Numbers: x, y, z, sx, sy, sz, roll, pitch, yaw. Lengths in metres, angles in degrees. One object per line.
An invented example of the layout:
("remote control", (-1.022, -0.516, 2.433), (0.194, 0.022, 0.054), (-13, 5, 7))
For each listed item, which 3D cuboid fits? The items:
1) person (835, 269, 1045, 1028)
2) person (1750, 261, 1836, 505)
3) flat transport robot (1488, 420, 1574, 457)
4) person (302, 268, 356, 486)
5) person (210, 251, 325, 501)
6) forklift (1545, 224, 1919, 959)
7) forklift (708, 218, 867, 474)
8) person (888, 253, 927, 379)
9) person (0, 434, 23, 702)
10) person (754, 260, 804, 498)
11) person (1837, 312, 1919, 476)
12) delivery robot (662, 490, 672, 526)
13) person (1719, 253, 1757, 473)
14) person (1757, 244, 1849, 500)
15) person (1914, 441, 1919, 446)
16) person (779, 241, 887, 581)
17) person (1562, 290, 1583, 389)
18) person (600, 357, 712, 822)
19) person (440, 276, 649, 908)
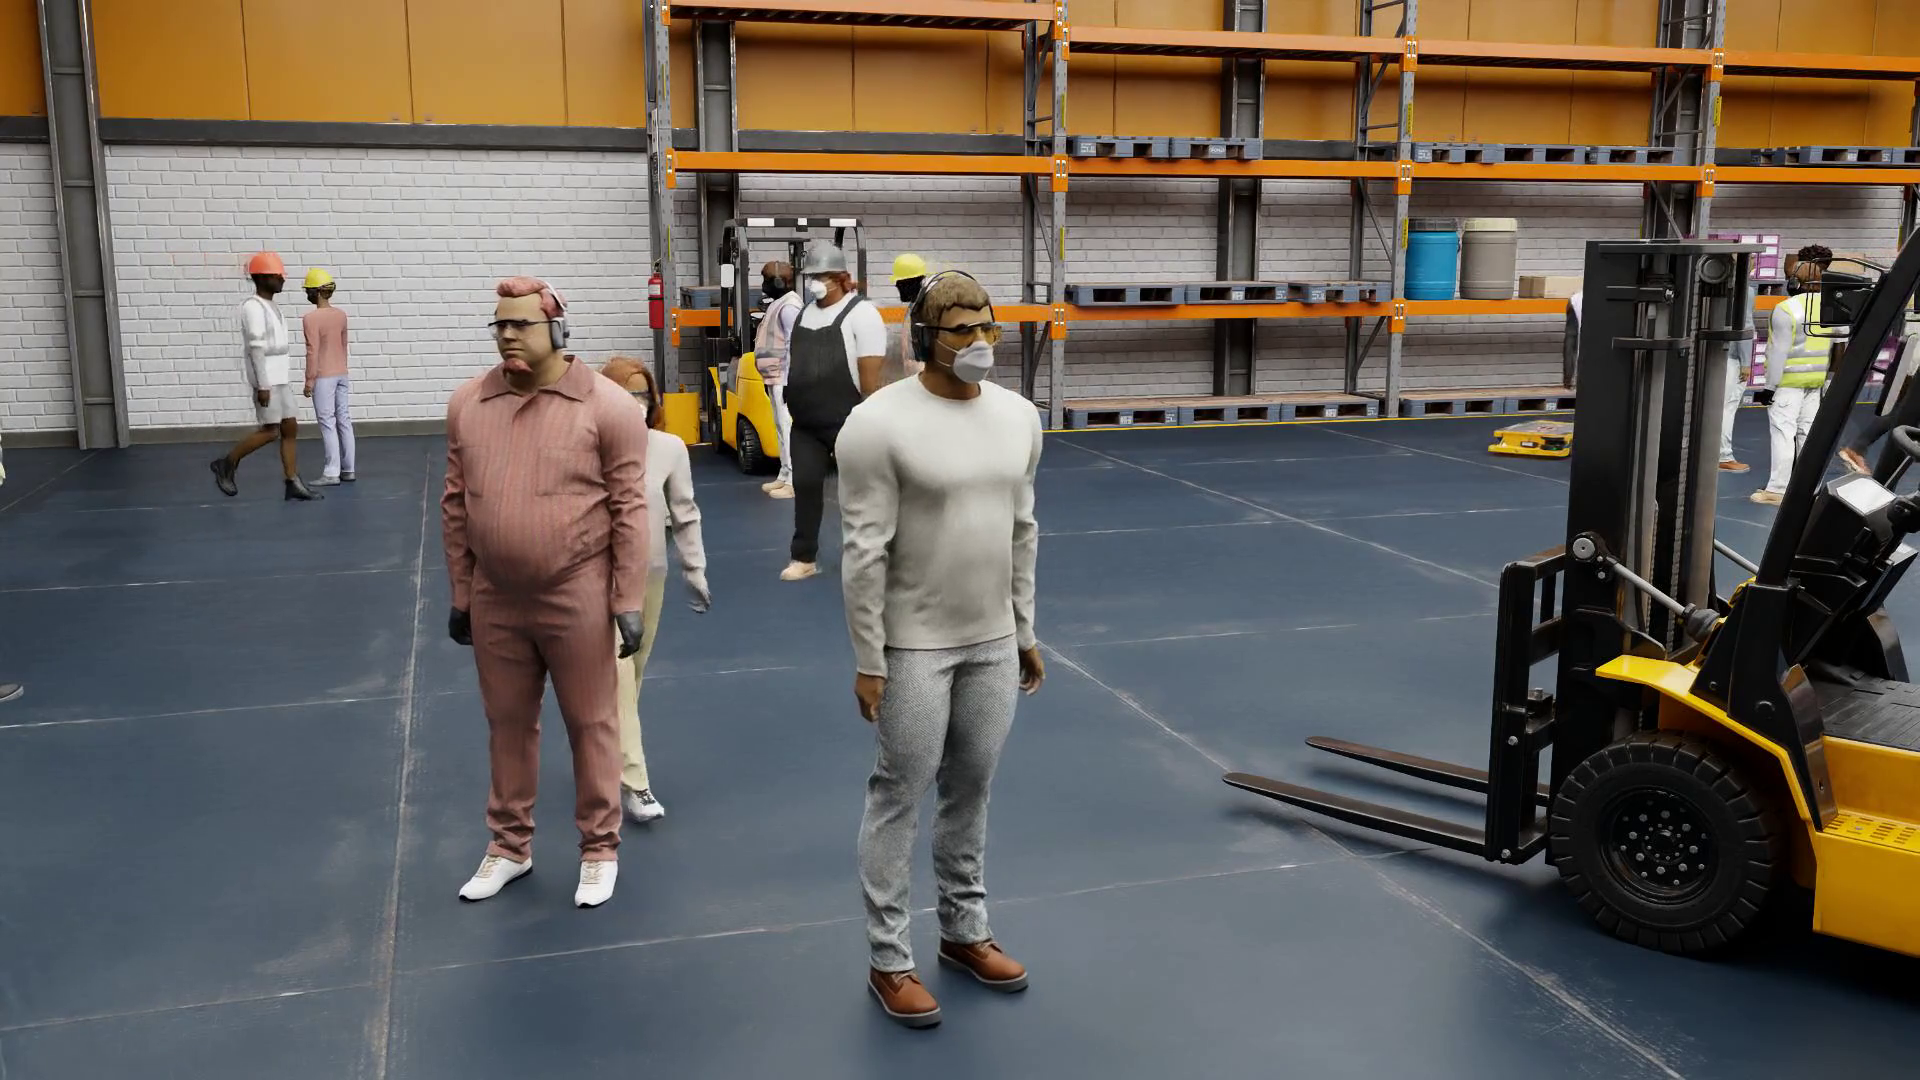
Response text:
("person", (-0.031, 0.272, 4.359), (0.629, 1.940, 0.376), (-8, 13, -38))
("person", (6.314, -1.182, 12.600), (0.633, 1.843, 0.429), (-5, 11, -24))
("flat transport robot", (5.560, -0.972, 15.750), (0.652, 0.197, 1.431), (7, 13, 35))
("person", (-5.170, -1.320, 13.564), (0.308, 1.769, 0.525), (2, 11, 12))
("person", (-5.302, -1.228, 12.639), (0.723, 1.923, 0.555), (0, 10, -1))
("forklift", (2.909, 0.117, 4.508), (2.313, 2.155, 1.214), (9, 14, 40))
("forklift", (-1.522, -1.778, 14.899), (1.214, 2.155, 2.313), (-3, 11, -17))
("person", (-0.314, -1.167, 12.341), (0.453, 1.897, 0.620), (-2, 10, -9))
("person", (-4.358, -0.186, 7.203), (0.591, 1.825, 0.403), (9, 14, 40))
("person", (-1.386, -1.246, 12.957), (0.429, 1.840, 0.632), (-3, 11, -15))
("person", (7.973, -1.454, 13.840), (1.038, 1.947, 0.590), (4, 11, 20))
("delivery robot", (-2.210, -0.328, 11.190), (0.707, 0.478, 0.477), (4, 11, 22))
("person", (6.630, -1.554, 14.375), (0.352, 1.936, 0.635), (-1, 10, -6))
("person", (6.506, -1.277, 12.785), (0.366, 1.963, 0.603), (-3, 11, -16))
("person", (9.574, -1.818, 15.703), (1.073, 1.986, 0.632), (0, 10, -1))
("person", (-0.718, -0.808, 10.003), (0.683, 2.000, 0.913), (7, 12, 33))
("person", (5.420, -1.478, 14.117), (0.636, 1.887, 0.666), (2, 10, 8))
("person", (-1.130, 0.165, 5.853), (0.510, 1.598, 0.783), (-8, 13, -36))
("person", (-1.264, 0.167, 5.023), (0.642, 1.910, 0.401), (2, 11, 11))
